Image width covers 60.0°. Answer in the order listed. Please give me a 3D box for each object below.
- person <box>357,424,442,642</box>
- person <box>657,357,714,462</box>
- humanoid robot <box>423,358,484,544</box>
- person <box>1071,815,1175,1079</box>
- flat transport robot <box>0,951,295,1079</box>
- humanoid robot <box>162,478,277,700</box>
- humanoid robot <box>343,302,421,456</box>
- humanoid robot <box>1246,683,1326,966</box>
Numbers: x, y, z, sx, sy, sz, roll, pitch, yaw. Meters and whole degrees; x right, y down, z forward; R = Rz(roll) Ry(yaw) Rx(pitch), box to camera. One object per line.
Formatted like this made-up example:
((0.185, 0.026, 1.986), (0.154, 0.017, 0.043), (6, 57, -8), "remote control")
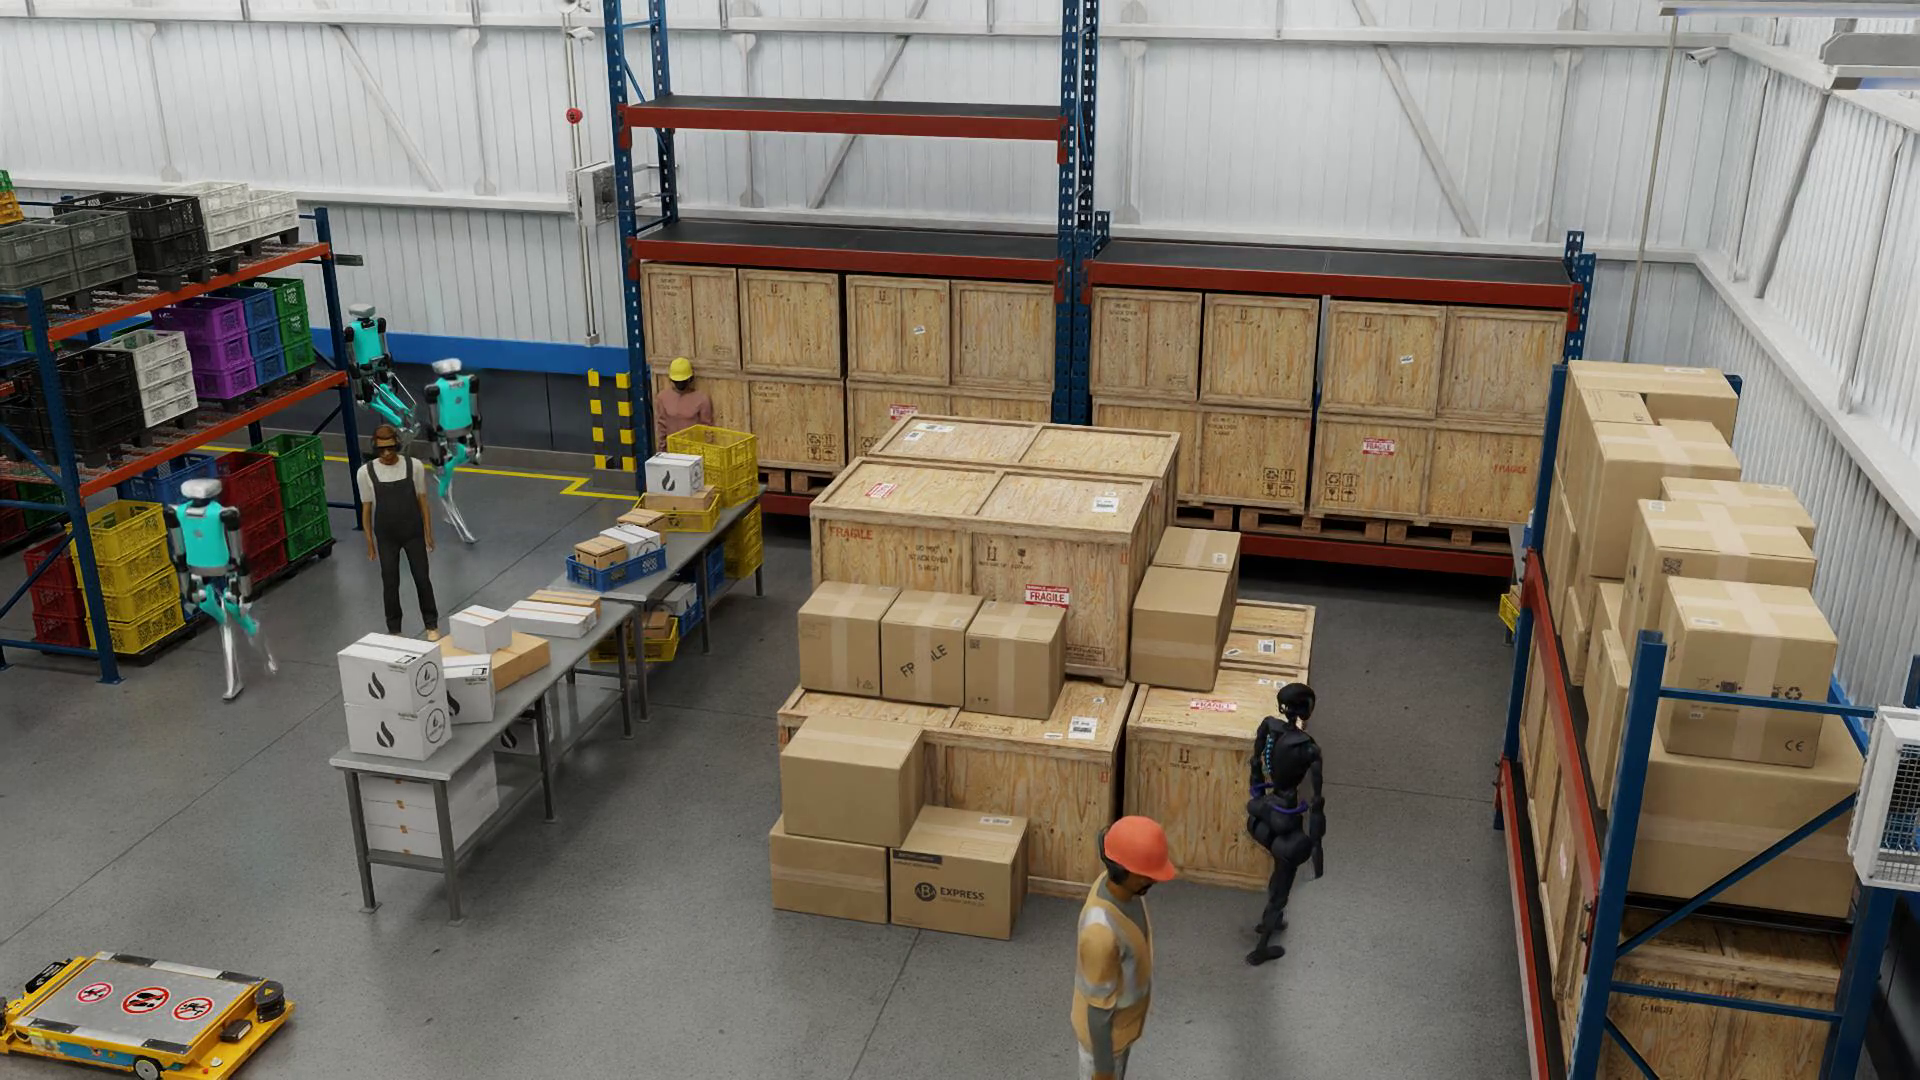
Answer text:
((-4.355, -0.027, 12.932), (0.500, 1.836, 0.338), (-9, 23, -23), "person")
((-2.481, -0.802, 15.059), (0.522, 1.761, 0.336), (4, 21, 9), "person")
((-4.664, -0.825, 15.153), (0.943, 1.761, 0.544), (19, 28, 40), "humanoid robot")
((0.685, 2.079, 7.141), (0.403, 2.032, 0.607), (6, 22, 15), "person")
((-4.270, 2.464, 8.601), (1.431, 0.231, 0.659), (5, 22, 13), "flat transport robot")
((-5.335, 0.355, 12.189), (0.552, 1.872, 0.829), (0, 21, 0), "humanoid robot")
((-5.791, -1.548, 16.846), (0.735, 1.681, 0.533), (11, 24, 27), "humanoid robot")
((1.773, 1.533, 9.066), (0.472, 1.643, 0.616), (-12, 24, -28), "humanoid robot")
